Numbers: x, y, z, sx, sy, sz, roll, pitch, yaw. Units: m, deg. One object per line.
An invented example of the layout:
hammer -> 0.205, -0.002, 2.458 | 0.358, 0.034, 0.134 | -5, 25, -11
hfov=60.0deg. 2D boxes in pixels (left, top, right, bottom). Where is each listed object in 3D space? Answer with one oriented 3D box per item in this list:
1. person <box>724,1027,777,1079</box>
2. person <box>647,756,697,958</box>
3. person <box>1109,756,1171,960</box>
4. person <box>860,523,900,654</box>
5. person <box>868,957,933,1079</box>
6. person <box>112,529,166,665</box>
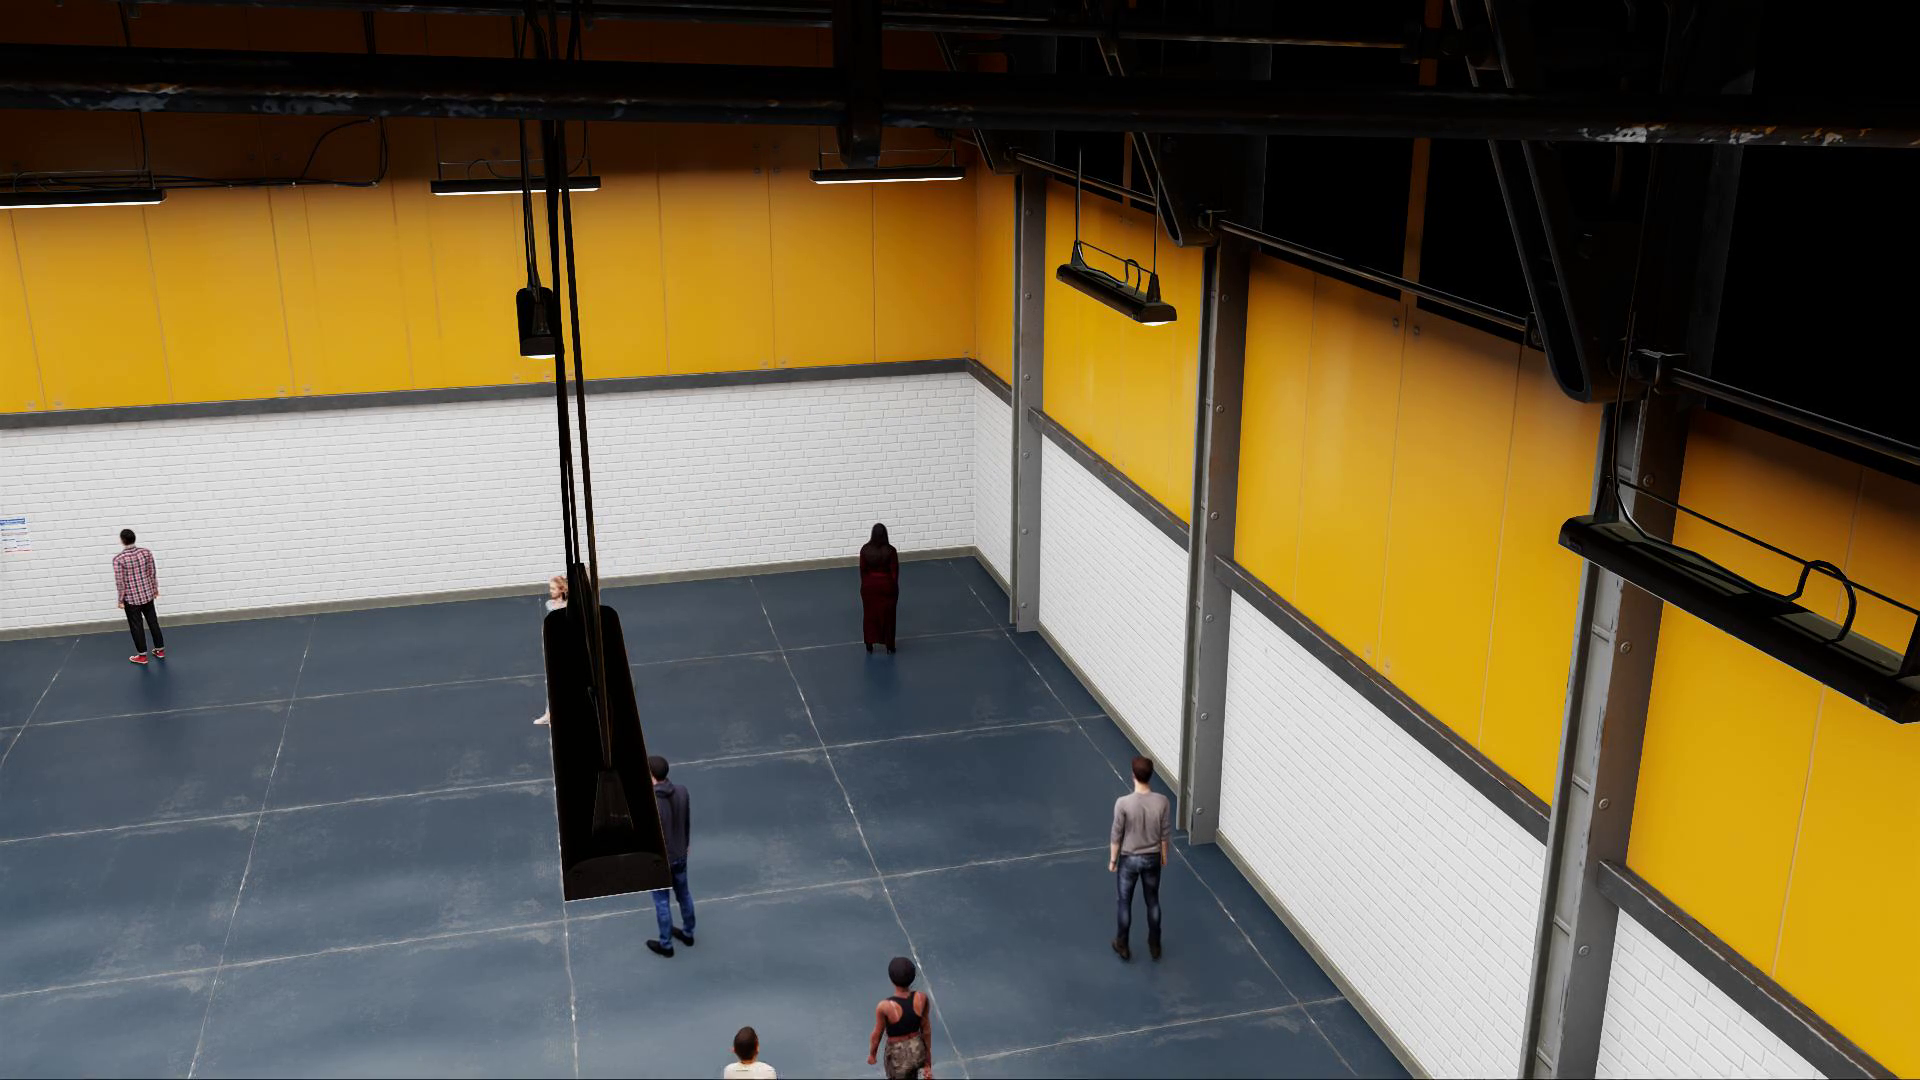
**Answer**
person -> -1.460, 4.111, 11.511 | 0.769, 1.433, 1.066 | 2, 19, 5
person -> -2.581, 2.788, 14.728 | 0.781, 1.886, 0.765 | 15, 24, 37
person -> 1.587, 2.809, 14.646 | 0.727, 1.899, 0.621 | -2, 19, -6
person -> -1.034, 0.621, 21.363 | 0.753, 1.759, 0.744 | 3, 19, 9
person -> -0.362, 3.836, 11.971 | 0.690, 1.660, 1.060 | -9, 21, -25
person -> -10.451, 0.697, 21.136 | 0.807, 1.759, 0.772 | 12, 22, 33
